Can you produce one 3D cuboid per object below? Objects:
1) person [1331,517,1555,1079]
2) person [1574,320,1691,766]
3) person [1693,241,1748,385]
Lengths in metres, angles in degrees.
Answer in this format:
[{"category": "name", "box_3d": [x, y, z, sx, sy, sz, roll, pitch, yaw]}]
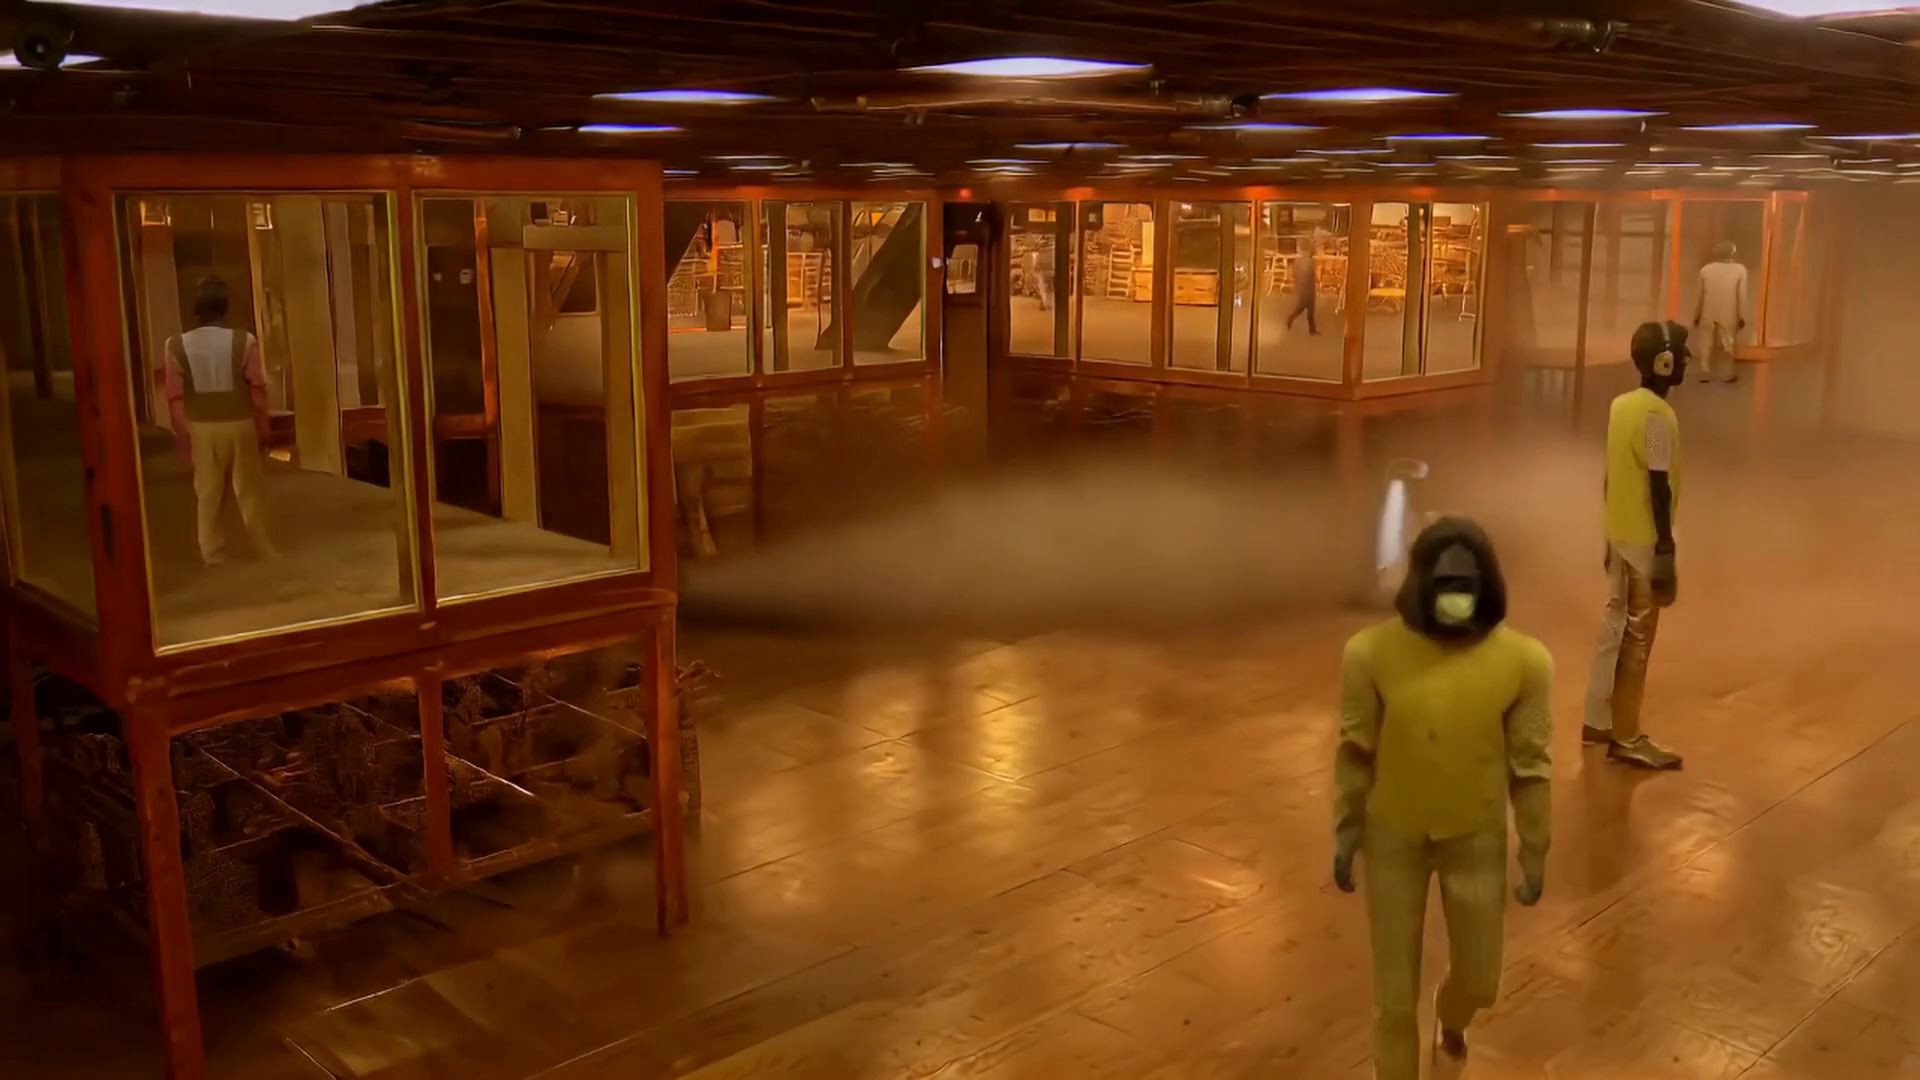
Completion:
[{"category": "person", "box_3d": [1.163, 0.728, 4.059, 0.512, 1.625, 0.585, 3, 12, 14]}, {"category": "person", "box_3d": [2.858, 0.014, 7.030, 0.337, 1.862, 0.569, -1, 11, -6]}, {"category": "person", "box_3d": [10.084, -2.995, 22.028, 0.686, 1.901, 0.592, 9, 15, 39]}]
